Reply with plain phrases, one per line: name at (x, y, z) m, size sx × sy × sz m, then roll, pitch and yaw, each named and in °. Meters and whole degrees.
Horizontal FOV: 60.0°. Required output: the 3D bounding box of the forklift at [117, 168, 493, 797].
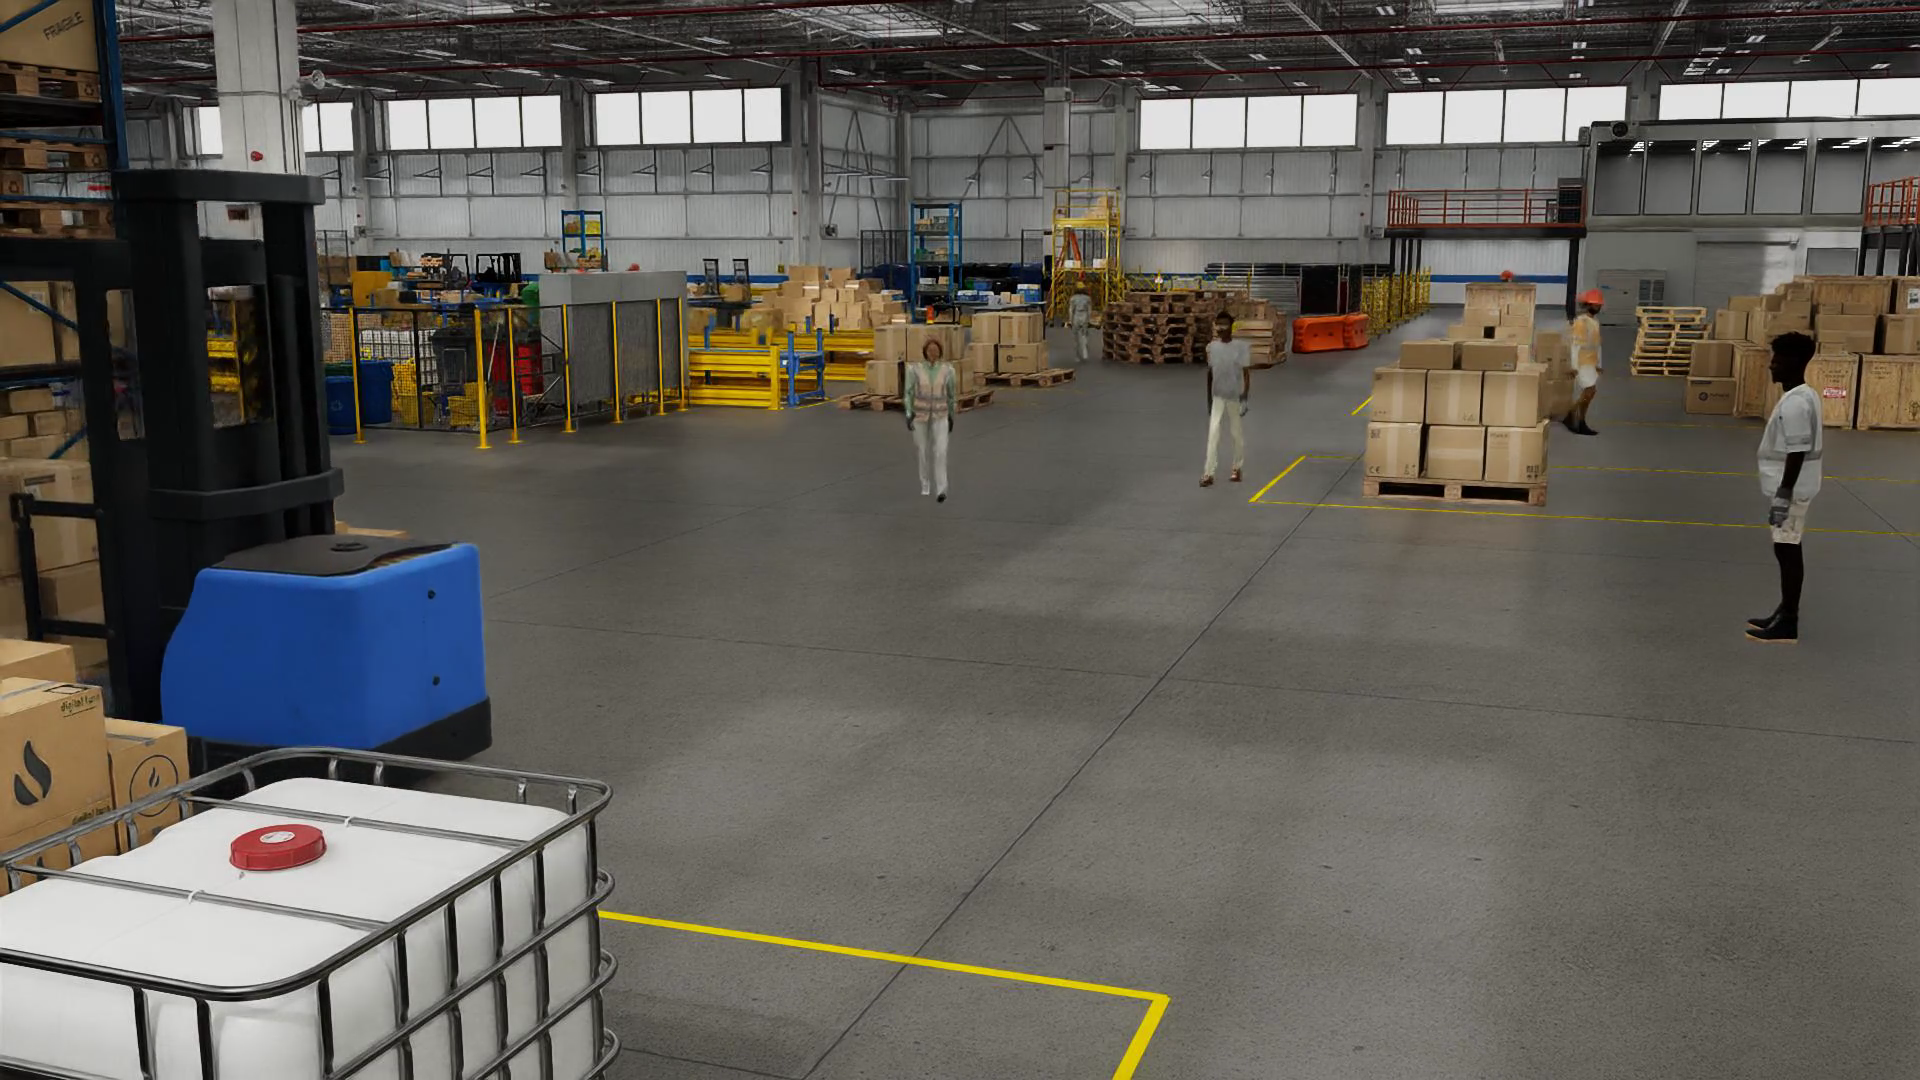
forklift at (-3.305, -0.296, 7.737) m, size 1.873 × 2.768 × 1.129 m, roll 3°, pitch 11°, yaw 19°

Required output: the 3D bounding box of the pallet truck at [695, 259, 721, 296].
pallet truck at (-9.165, -9.627, 62.776) m, size 0.823 × 1.965 × 1.885 m, roll 4°, pitch 11°, yaw 23°

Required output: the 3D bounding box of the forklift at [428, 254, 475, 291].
forklift at (-20.133, -10.254, 65.465) m, size 1.157 × 1.987 × 2.680 m, roll 3°, pitch 11°, yaw 19°

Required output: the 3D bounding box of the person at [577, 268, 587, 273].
person at (-9.486, -5.867, 41.813) m, size 0.580 × 1.920 × 0.405 m, roll 8°, pitch 13°, yaw 38°

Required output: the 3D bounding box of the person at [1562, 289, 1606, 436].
person at (8.261, -2.318, 21.835) m, size 0.395 × 1.925 × 0.547 m, roll 9°, pitch 13°, yaw 41°

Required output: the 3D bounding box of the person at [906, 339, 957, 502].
person at (-0.281, -1.180, 16.351) m, size 0.507 × 1.590 × 0.882 m, roll -1°, pitch 10°, yaw -3°

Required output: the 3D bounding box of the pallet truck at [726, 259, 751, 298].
pallet truck at (-7.986, -9.493, 62.019) m, size 0.823 × 1.965 × 1.885 m, roll 3°, pitch 11°, yaw 17°

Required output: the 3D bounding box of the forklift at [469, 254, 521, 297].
forklift at (-17.990, -10.121, 64.684) m, size 1.157 × 1.987 × 2.680 m, roll 3°, pitch 11°, yaw 17°

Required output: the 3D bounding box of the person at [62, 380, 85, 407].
person at (-11.328, -2.137, 21.242) m, size 0.331 × 1.768 × 0.526 m, roll -1°, pitch 10°, yaw -5°

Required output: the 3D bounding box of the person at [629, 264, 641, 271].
person at (-8.331, -6.121, 43.014) m, size 0.632 × 1.992 × 1.048 m, roll 10°, pitch 14°, yaw 44°

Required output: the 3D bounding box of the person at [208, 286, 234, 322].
person at (-18.691, -5.901, 42.127) m, size 0.638 × 1.884 × 0.490 m, roll -3°, pitch 11°, yaw -17°

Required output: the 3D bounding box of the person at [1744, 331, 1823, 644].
person at (5.211, -0.325, 10.474) m, size 0.371 × 1.966 × 0.608 m, roll 6°, pitch 12°, yaw 30°

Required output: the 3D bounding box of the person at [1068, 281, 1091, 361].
person at (2.583, -4.725, 35.900) m, size 0.496 × 1.724 × 0.434 m, roll 0°, pitch 10°, yaw -2°

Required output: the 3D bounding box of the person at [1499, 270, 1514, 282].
person at (11.228, -4.571, 34.356) m, size 0.597 × 1.973 × 0.616 m, roll -3°, pitch 11°, yaw -17°

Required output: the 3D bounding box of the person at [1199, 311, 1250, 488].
person at (2.787, -1.465, 17.321) m, size 0.540 × 1.824 × 0.968 m, roll 5°, pitch 11°, yaw 26°
